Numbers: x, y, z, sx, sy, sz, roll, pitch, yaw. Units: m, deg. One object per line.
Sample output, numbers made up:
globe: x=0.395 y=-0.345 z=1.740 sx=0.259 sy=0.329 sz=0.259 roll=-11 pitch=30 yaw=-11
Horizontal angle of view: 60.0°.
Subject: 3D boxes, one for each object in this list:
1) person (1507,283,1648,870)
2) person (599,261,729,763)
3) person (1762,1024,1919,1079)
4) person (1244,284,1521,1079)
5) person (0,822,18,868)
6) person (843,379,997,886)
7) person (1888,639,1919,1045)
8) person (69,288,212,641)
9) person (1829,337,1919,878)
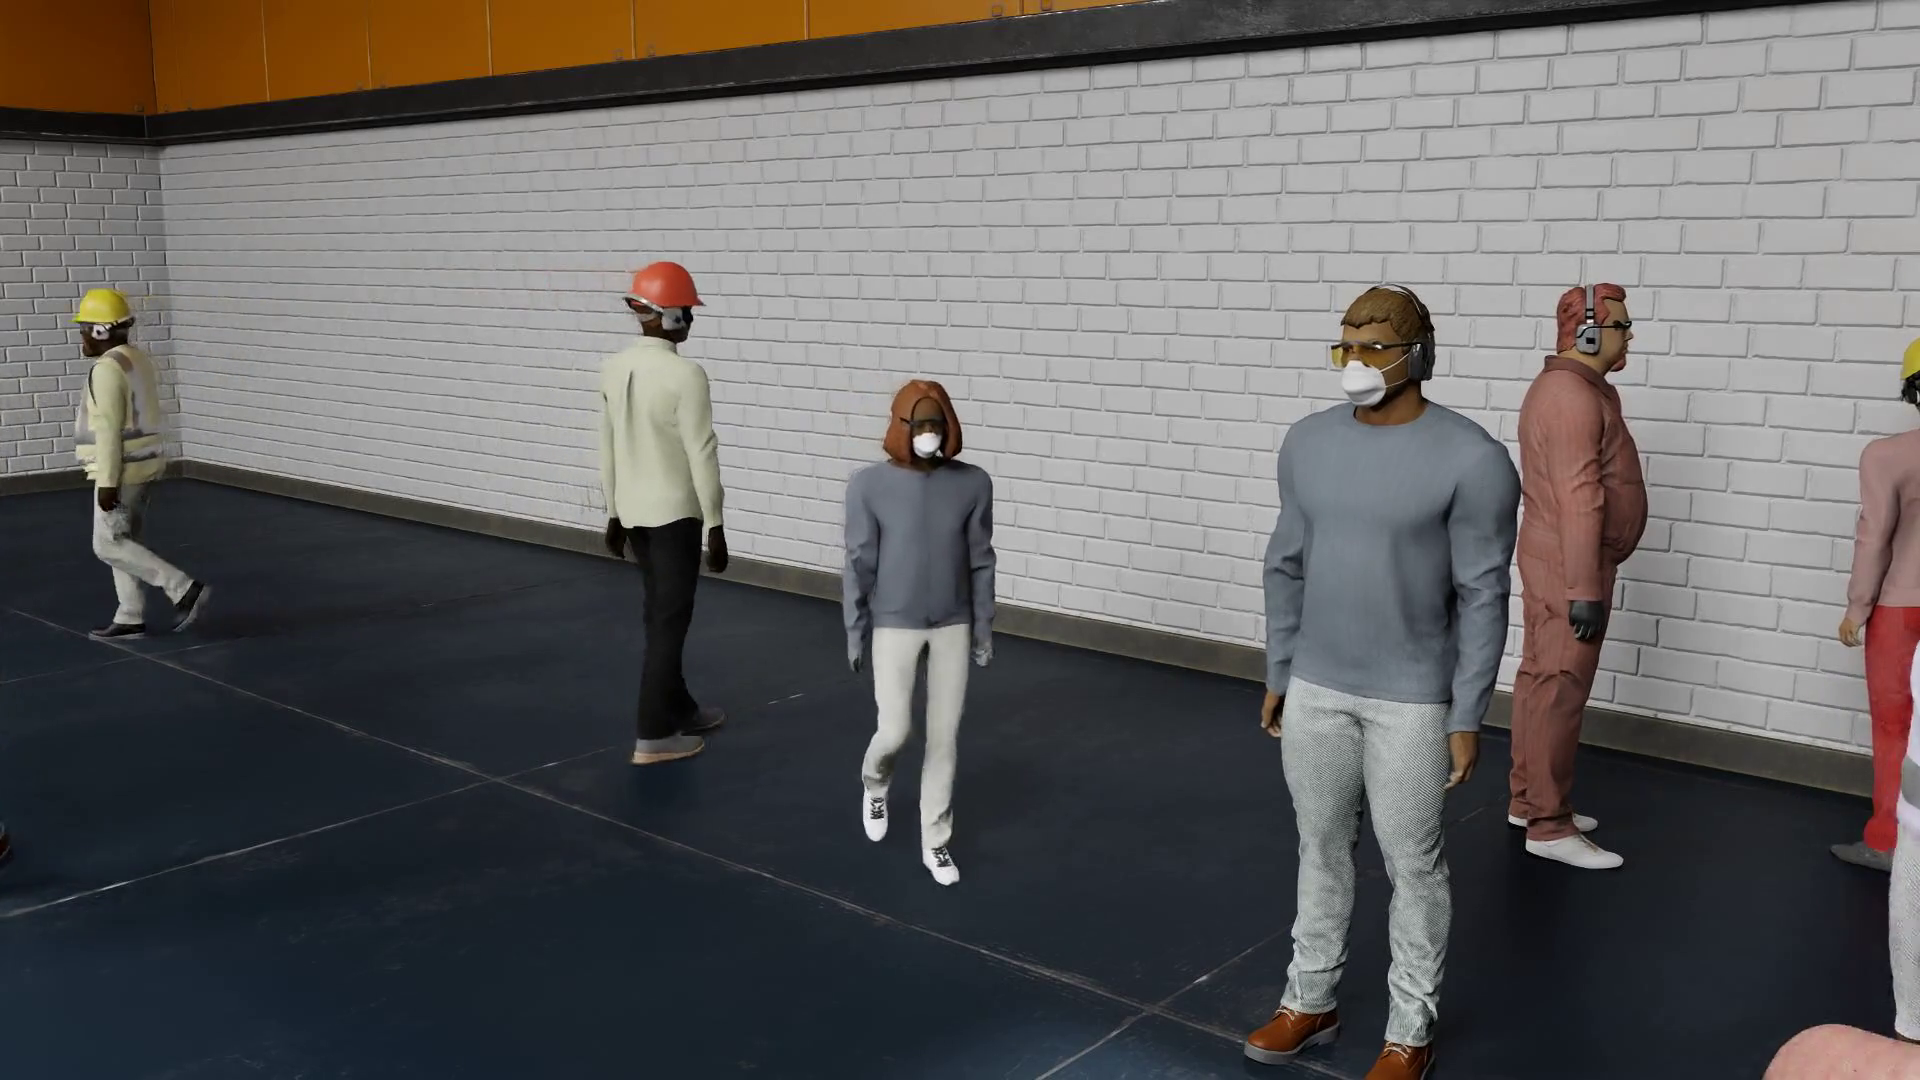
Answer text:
person: x=2.054 y=0.110 z=5.532 sx=0.406 sy=1.910 sz=0.639 roll=2 pitch=10 yaw=10
person: x=-1.165 y=-0.120 z=6.683 sx=0.639 sy=1.991 sz=0.518 roll=9 pitch=13 yaw=42
person: x=0.799 y=0.944 z=1.241 sx=0.521 sy=1.740 sz=0.782 roll=9 pitch=13 yaw=41
person: x=0.988 y=0.368 z=3.980 sx=0.628 sy=1.940 sz=0.373 roll=9 pitch=13 yaw=42
person: x=-3.210 y=0.250 z=4.774 sx=0.642 sy=1.903 sz=0.990 roll=2 pitch=10 yaw=14
person: x=-0.135 y=0.283 z=5.376 sx=0.501 sy=1.619 sz=0.438 roll=-4 pitch=11 yaw=-19
person: x=1.541 y=0.682 z=2.220 sx=0.435 sy=1.922 sz=0.589 roll=-6 pitch=12 yaw=-32
person: x=-4.199 y=-0.365 z=8.473 sx=0.554 sy=1.821 sz=0.604 roll=-2 pitch=10 yaw=-12
person: x=3.095 y=0.211 z=5.374 sx=0.527 sy=1.763 sz=0.333 roll=-1 pitch=10 yaw=-6
